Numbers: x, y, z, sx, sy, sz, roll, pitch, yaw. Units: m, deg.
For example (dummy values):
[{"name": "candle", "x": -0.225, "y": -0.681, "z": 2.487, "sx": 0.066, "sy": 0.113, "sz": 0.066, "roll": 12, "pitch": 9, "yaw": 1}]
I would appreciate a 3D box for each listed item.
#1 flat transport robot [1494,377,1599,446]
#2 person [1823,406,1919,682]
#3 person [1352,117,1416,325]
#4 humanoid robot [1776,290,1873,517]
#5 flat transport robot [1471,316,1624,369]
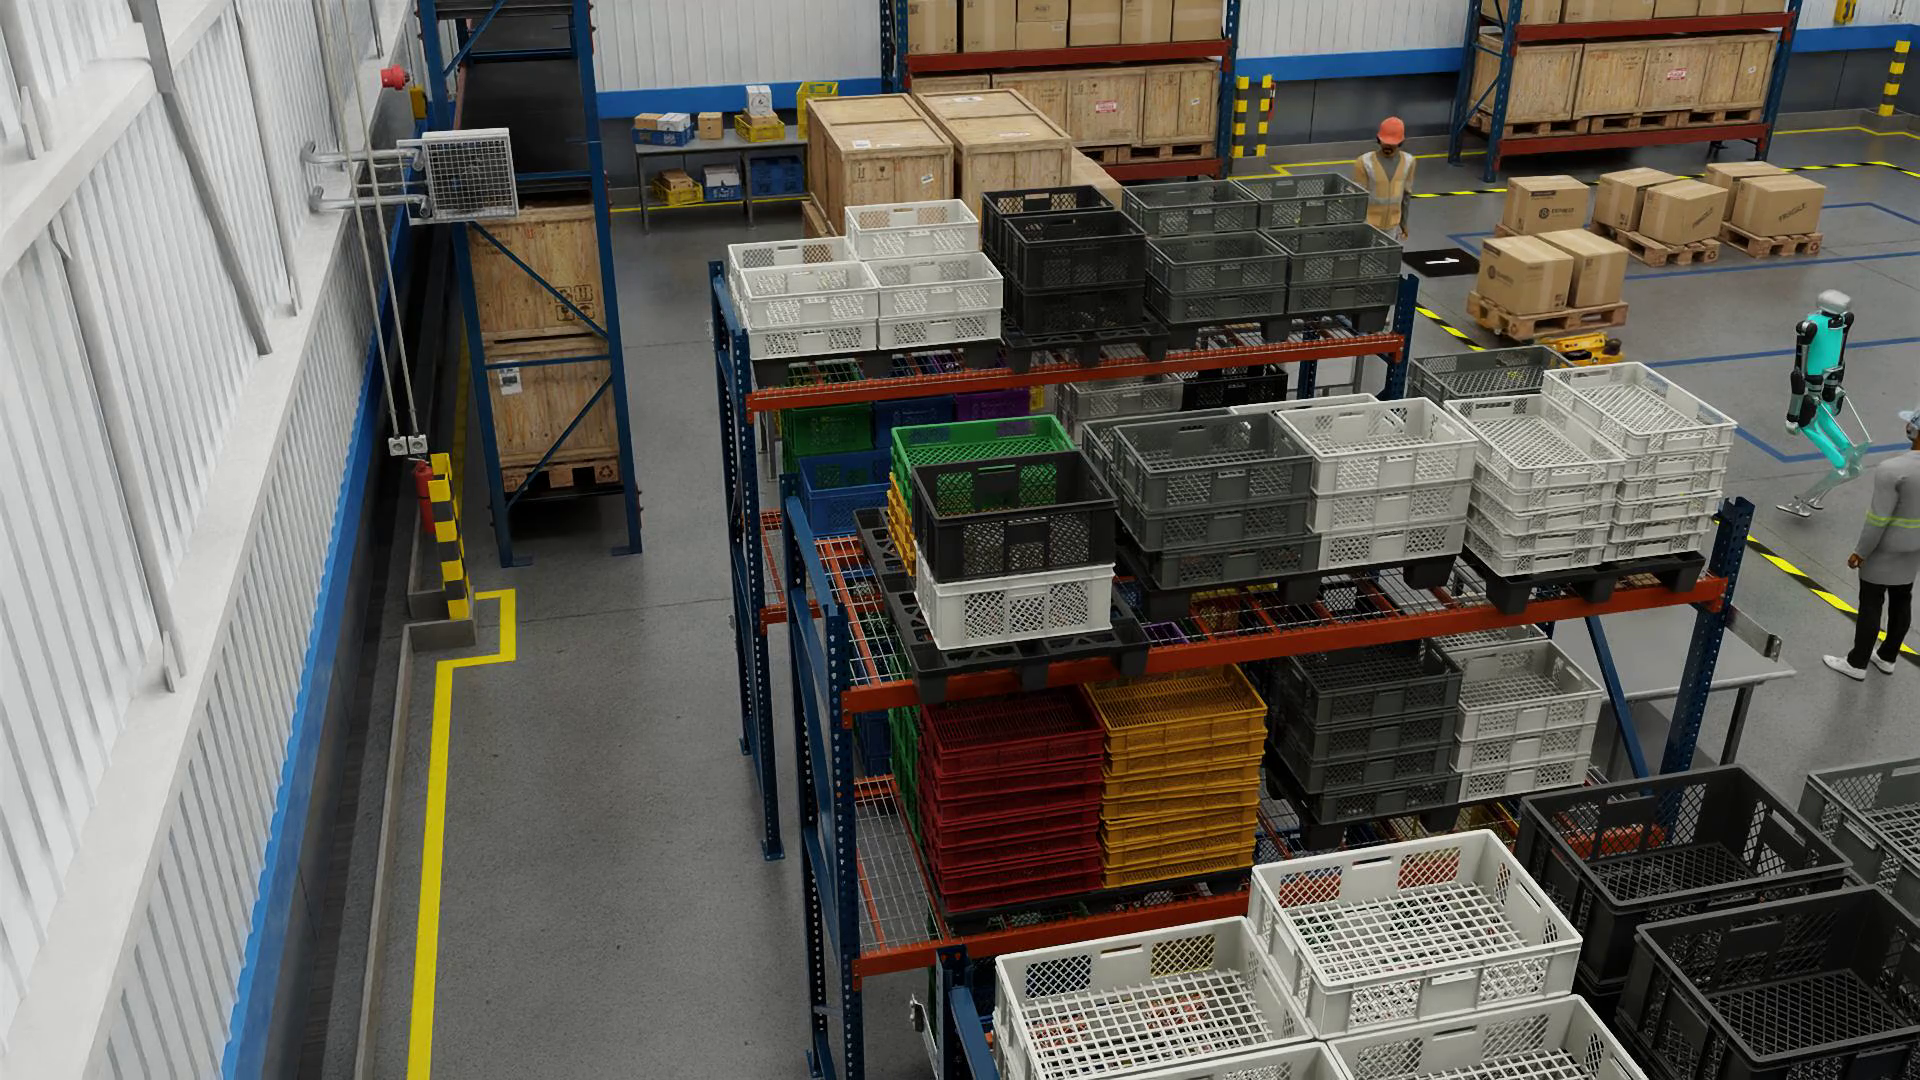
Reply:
[{"name": "flat transport robot", "x": 4.780, "y": -1.036, "z": 14.013, "sx": 0.659, "sy": 0.231, "sz": 1.431, "roll": -6, "pitch": 28, "yaw": -12}, {"name": "person", "x": 5.792, "y": 0.008, "z": 10.334, "sx": 0.592, "sy": 1.851, "sz": 0.399, "roll": -7, "pitch": 29, "yaw": -13}, {"name": "person", "x": 4.022, "y": -3.030, "z": 15.902, "sx": 0.612, "sy": 2.033, "sz": 0.394, "roll": -5, "pitch": 28, "yaw": -9}, {"name": "humanoid robot", "x": 6.380, "y": -0.936, "z": 12.107, "sx": 0.533, "sy": 1.674, "sz": 0.735, "roll": -15, "pitch": 31, "yaw": -26}, {"name": "flat transport robot", "x": 5.568, "y": -1.989, "z": 15.791, "sx": 0.652, "sy": 0.197, "sz": 1.431, "roll": -10, "pitch": 29, "yaw": -18}]
